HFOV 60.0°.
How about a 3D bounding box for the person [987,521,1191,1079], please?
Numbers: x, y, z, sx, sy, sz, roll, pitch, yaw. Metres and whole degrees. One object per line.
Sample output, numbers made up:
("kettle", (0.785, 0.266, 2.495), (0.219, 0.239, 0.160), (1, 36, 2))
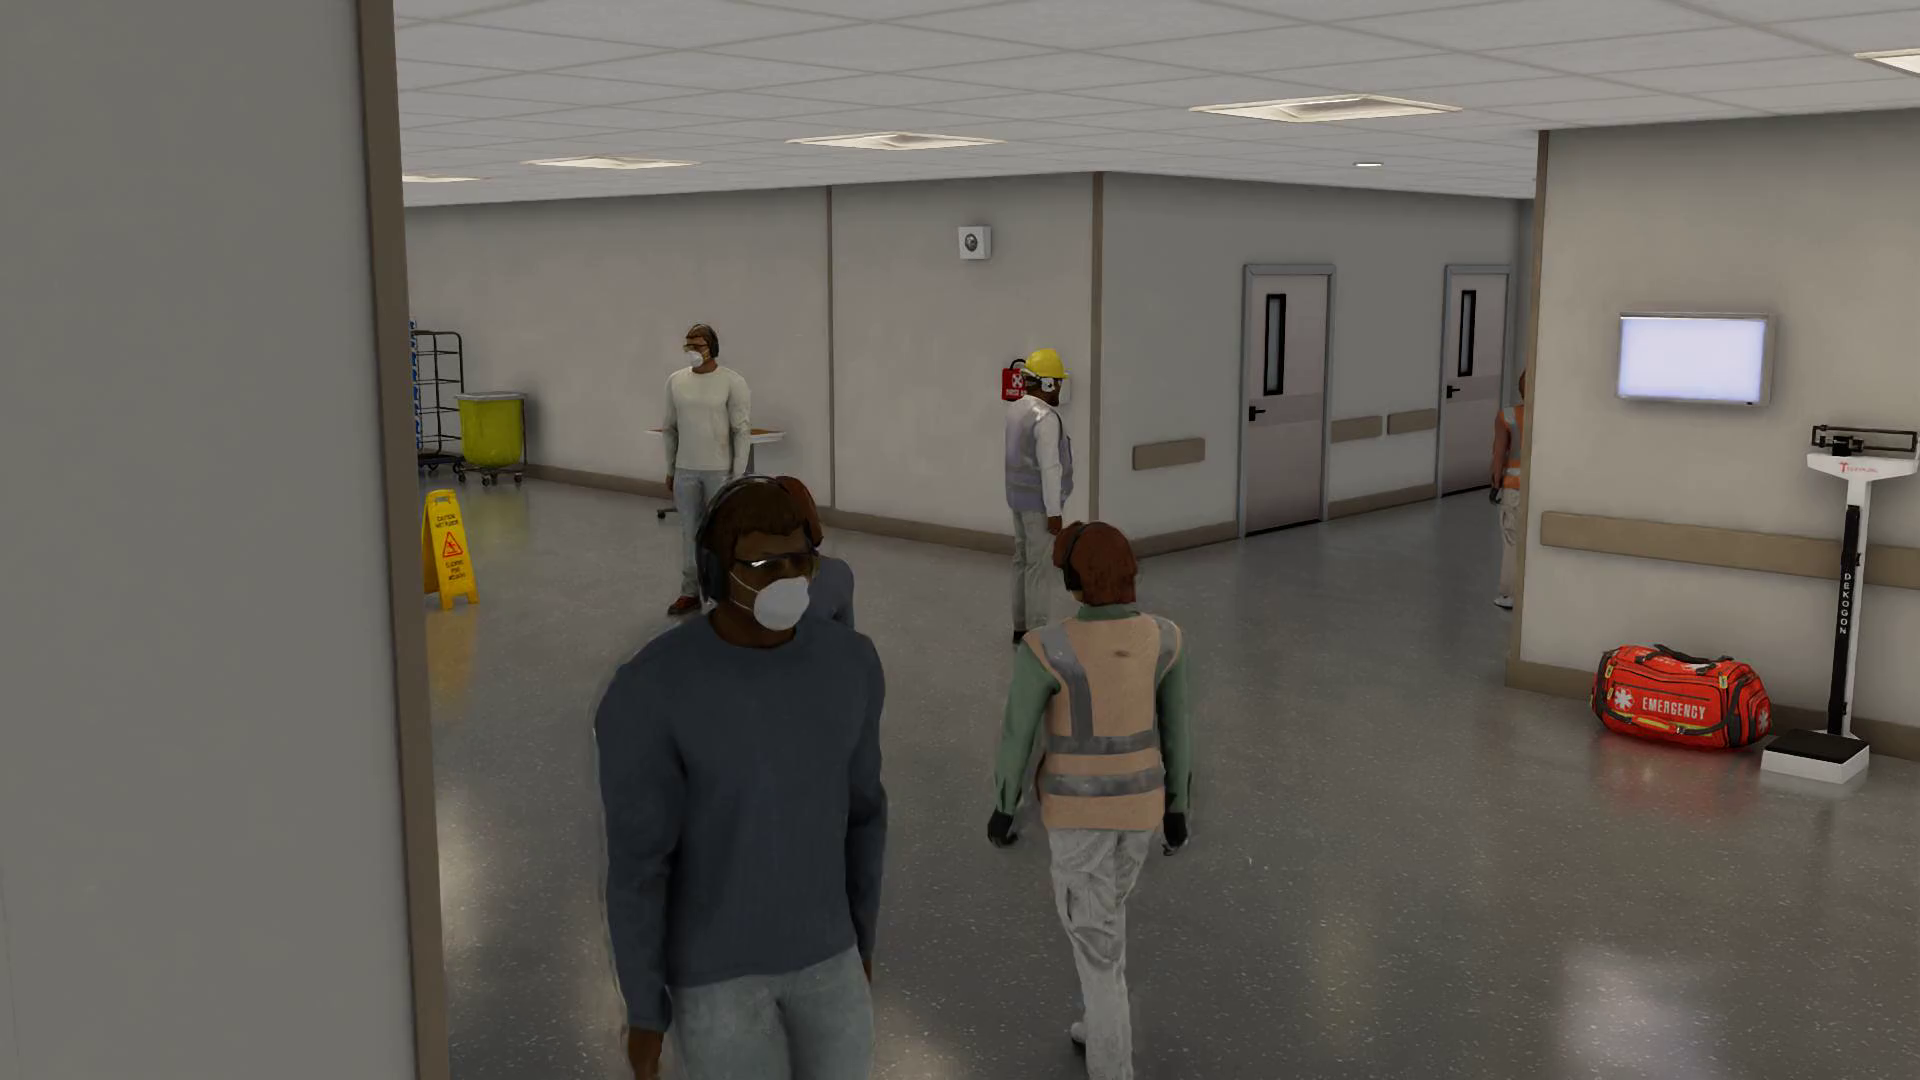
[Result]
("person", (0.341, 0.749, 4.600), (0.525, 1.612, 0.658), (-5, 11, -28))

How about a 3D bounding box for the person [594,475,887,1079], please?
("person", (-0.433, 0.813, 3.306), (0.633, 1.921, 0.690), (-7, 12, -38))

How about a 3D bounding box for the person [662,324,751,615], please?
("person", (-1.684, -0.455, 11.015), (0.628, 1.940, 0.373), (3, 10, 19))

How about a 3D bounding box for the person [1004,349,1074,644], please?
("person", (0.476, -0.233, 10.021), (0.403, 1.824, 0.590), (-3, 10, -19))

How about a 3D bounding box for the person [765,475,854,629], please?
("person", (-0.561, 0.602, 5.464), (0.500, 1.633, 0.284), (-8, 12, -42))
